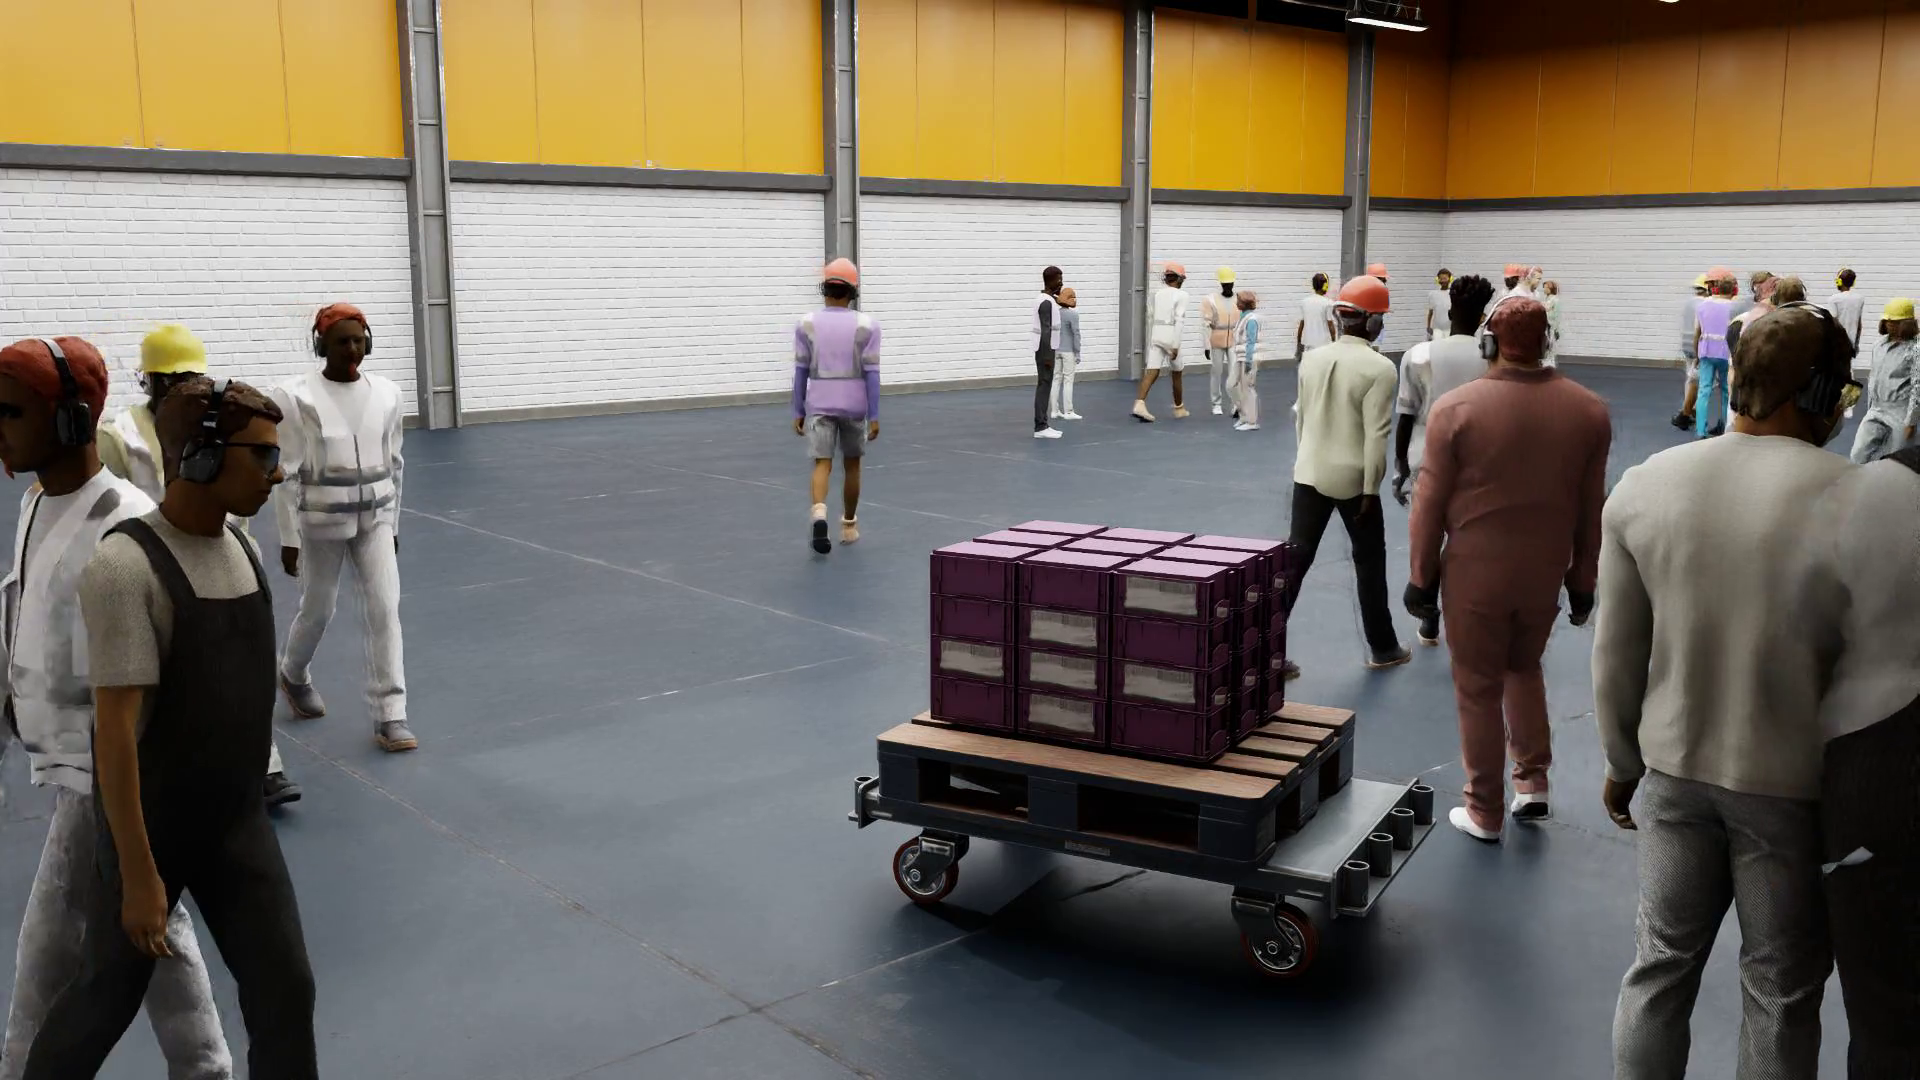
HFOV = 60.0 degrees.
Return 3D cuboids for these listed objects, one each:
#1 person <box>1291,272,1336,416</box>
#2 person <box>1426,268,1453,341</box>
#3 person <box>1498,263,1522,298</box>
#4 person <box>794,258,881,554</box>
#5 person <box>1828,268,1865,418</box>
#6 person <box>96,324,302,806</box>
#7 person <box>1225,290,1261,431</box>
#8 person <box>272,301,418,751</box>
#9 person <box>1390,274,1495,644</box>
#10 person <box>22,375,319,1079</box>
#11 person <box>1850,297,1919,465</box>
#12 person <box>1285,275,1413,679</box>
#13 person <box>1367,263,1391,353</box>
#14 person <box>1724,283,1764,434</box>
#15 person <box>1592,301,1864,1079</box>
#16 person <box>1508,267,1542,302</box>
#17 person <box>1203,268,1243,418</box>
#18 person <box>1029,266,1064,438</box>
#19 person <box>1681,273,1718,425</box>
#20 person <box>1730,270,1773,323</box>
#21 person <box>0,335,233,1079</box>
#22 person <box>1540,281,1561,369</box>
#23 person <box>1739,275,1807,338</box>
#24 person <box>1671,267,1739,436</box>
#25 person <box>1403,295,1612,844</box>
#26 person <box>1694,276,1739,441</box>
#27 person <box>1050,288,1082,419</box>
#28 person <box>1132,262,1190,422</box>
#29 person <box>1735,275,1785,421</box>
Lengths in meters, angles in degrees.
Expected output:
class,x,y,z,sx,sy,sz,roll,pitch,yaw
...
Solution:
class,x,y,z,sx,sy,sz,roll,pitch,yaw
person,4.427,-2.421,20.747,0.946,1.833,0.508,-8,13,-40
person,7.292,-3.160,25.029,0.535,1.841,0.582,3,10,18
person,7.579,-2.832,22.856,0.446,1.921,0.549,-6,11,-31
person,-0.843,-0.913,11.376,0.617,2.016,0.870,1,10,4
person,11.046,-2.457,20.831,0.531,1.869,0.315,-2,10,-12
person,-2.852,0.102,6.105,0.957,1.777,0.623,7,12,36
person,3.291,-2.070,19.253,0.392,1.619,0.551,-1,10,-4
person,-2.611,-0.077,6.985,0.576,1.853,0.949,-9,13,-42
person,2.507,-0.375,8.455,0.630,1.941,0.658,3,10,15
person,-1.603,0.572,3.322,0.953,1.793,0.594,3,10,17
person,6.741,-0.897,12.102,0.672,1.714,0.503,-3,10,-19
person,1.787,-0.293,7.985,1.008,1.942,0.624,-8,13,-39
person,5.226,-2.525,21.028,0.373,1.934,0.551,0,10,2
person,6.640,-1.204,13.685,0.636,1.804,0.890,-3,10,-14
person,1.574,0.498,3.340,0.359,1.932,0.632,-8,13,-39
person,7.629,-2.725,22.368,0.569,1.877,0.647,8,12,39
person,3.355,-2.472,20.910,0.600,1.864,1.005,0,10,-1
person,0.965,-2.098,18.605,0.385,1.911,0.598,1,10,4
person,8.814,-2.255,19.785,0.425,1.816,0.627,-2,10,-10
person,8.264,-1.834,17.220,0.656,1.905,0.862,1,10,6
person,-1.953,0.516,3.485,0.818,1.852,0.586,-8,13,-40
person,9.387,-3.326,26.608,0.489,1.625,0.512,-1,10,-7
person,6.088,-1.012,12.327,0.635,1.898,0.979,5,11,26
person,8.548,-2.152,18.972,0.546,1.883,0.981,-1,10,-6
person,1.864,0.108,5.761,0.646,1.892,0.434,-2,10,-10
person,8.321,-1.976,18.210,0.592,1.802,0.956,7,12,37
person,1.309,-2.319,20.703,0.269,1.632,0.504,-8,13,-39
person,2.479,-2.426,20.432,0.621,1.964,1.107,9,13,41
person,6.483,-1.156,13.227,0.826,1.861,0.716,4,11,23
